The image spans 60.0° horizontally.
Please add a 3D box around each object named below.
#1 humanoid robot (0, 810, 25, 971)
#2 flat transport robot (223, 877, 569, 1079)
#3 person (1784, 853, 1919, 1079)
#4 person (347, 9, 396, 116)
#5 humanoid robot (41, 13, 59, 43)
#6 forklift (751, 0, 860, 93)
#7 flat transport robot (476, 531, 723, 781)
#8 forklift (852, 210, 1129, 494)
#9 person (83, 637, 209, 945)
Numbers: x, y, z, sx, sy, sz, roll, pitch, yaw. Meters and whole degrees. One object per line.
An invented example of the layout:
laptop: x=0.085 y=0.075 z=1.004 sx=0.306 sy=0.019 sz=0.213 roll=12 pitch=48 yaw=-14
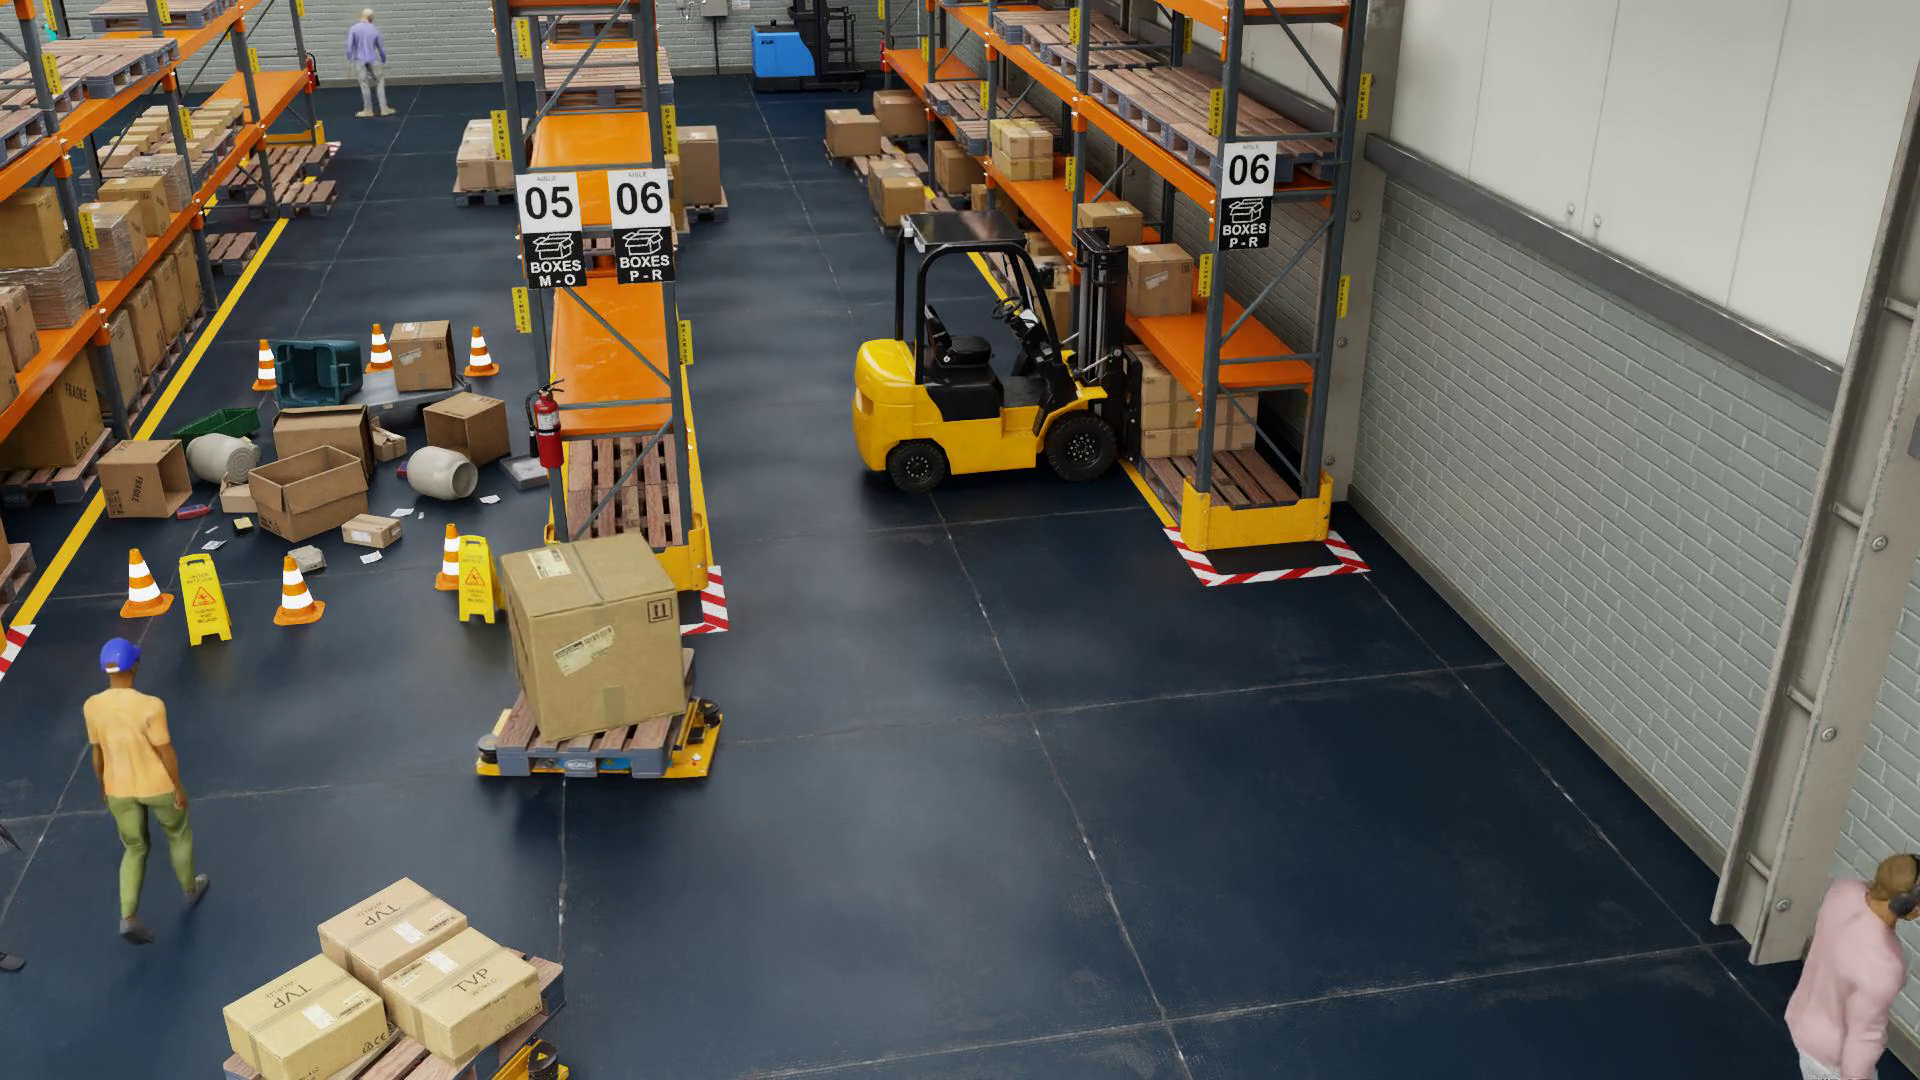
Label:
humanoid robot: x=-5.058 y=1.526 z=8.308 sx=0.315 sy=1.657 sz=0.599 roll=14 pitch=29 yaw=26
flat transport robot: x=-2.656 y=2.501 z=7.920 sx=1.431 sy=0.231 sz=0.659 roll=11 pitch=28 yaw=22
person: x=3.635 y=2.082 z=6.905 sx=0.526 sy=1.904 sz=0.662 roll=4 pitch=26 yaw=8
person: x=-10.067 y=-8.095 z=28.271 sx=0.661 sy=1.766 sz=0.367 roll=-11 pitch=28 yaw=-21
humanoid robot: x=-14.958 y=-8.061 z=28.232 sx=0.589 sy=1.794 sz=0.829 roll=20 pitch=32 yaw=35
forklift: x=-2.872 y=-9.679 z=30.288 sx=1.873 sy=2.768 sz=1.129 roll=-5 pitch=26 yaw=-10
flat transport robot: x=-2.265 y=1.247 z=10.533 sx=1.431 sy=0.231 sz=0.659 roll=1 pitch=26 yaw=1
forklift: x=0.216 y=-1.659 z=14.366 sx=2.313 sy=2.155 sz=1.214 roll=-5 pitch=26 yaw=-10
person: x=-4.319 y=1.334 z=8.706 sx=0.458 sy=1.681 sz=0.707 roll=-2 pitch=26 yaw=-4
